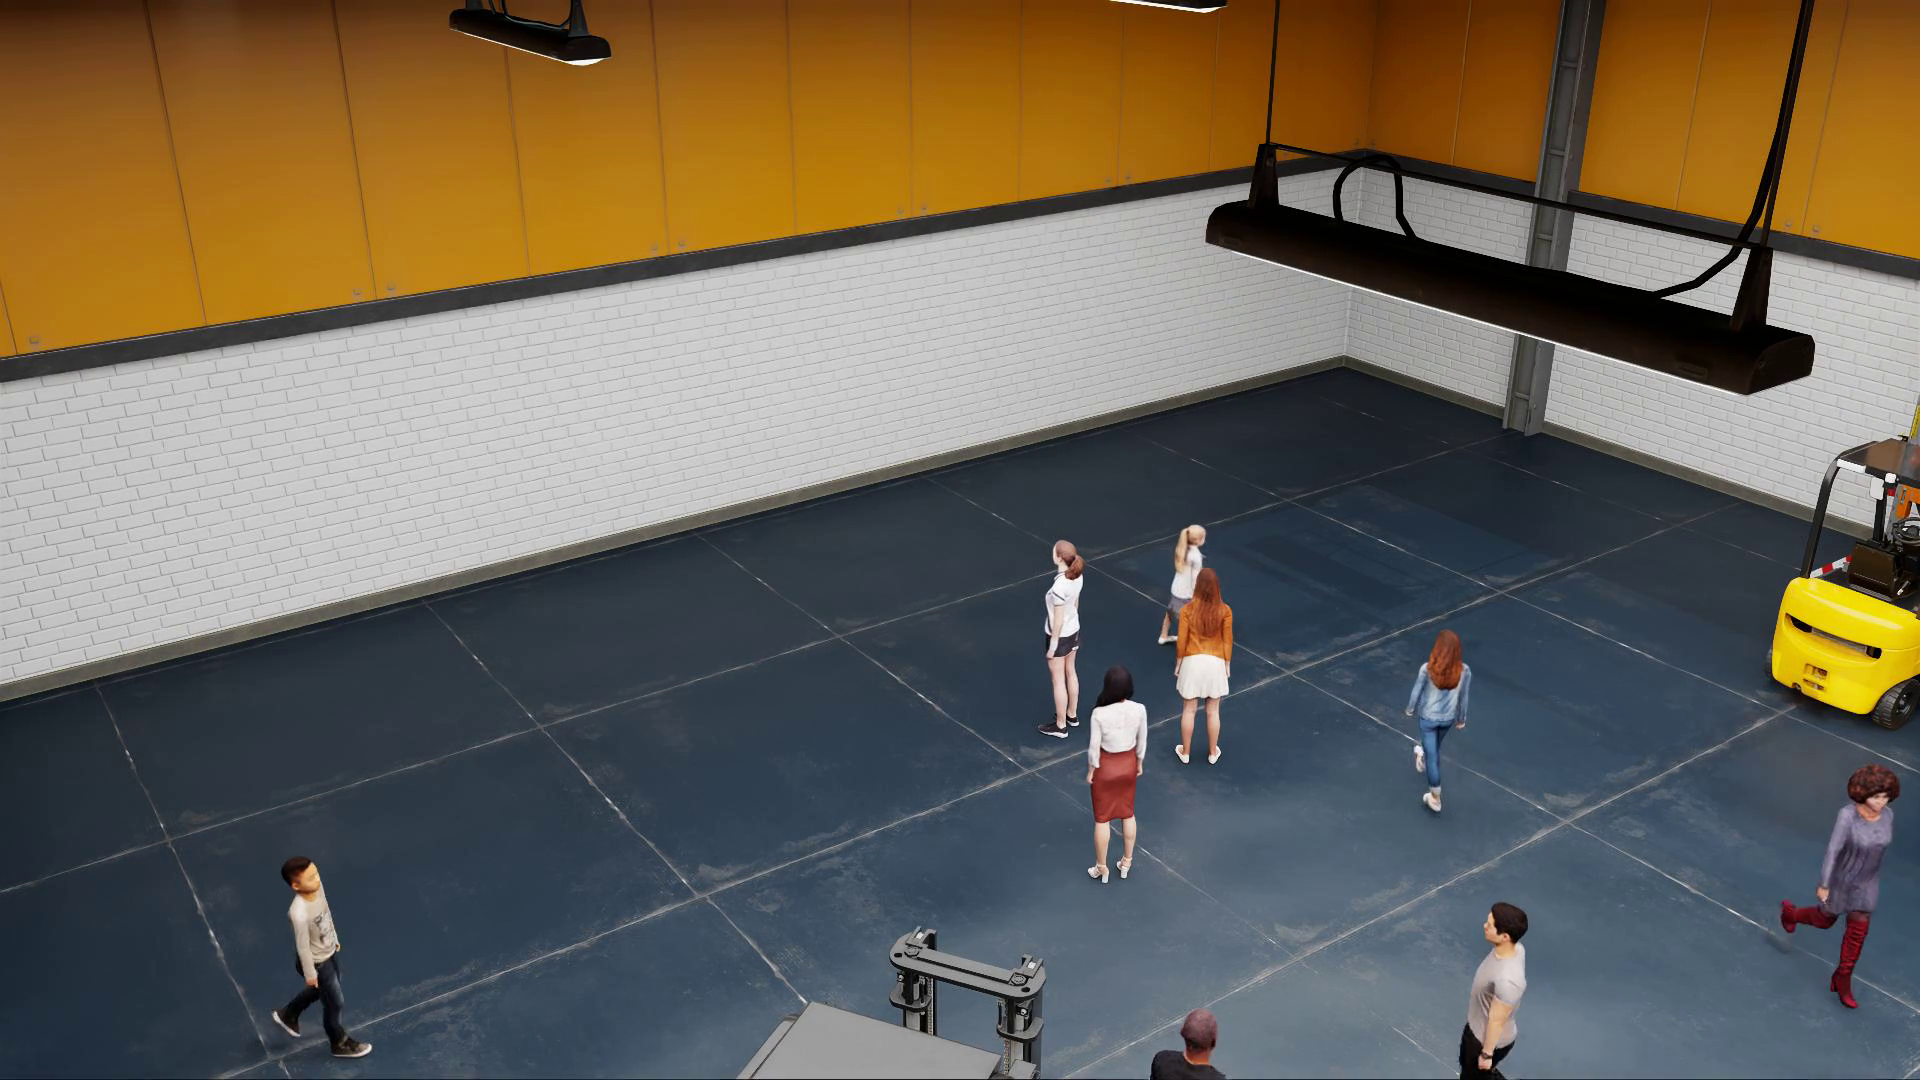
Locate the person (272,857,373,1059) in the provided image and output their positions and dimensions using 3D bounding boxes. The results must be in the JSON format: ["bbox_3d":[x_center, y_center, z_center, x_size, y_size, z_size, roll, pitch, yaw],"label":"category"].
[{"bbox_3d":[-4.044,2.584,10.300,0.843,1.446,0.863,-2,24,-4],"label":"person"}]

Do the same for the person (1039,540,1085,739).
[{"bbox_3d":[0.866,0.815,13.965,0.668,1.751,0.654,14,27,29],"label":"person"}]

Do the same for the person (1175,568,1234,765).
[{"bbox_3d":[1.978,1.028,13.513,0.707,1.724,0.750,2,24,4],"label":"person"}]

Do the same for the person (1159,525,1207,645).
[{"bbox_3d":[2.105,0.466,15.389,0.784,1.251,0.616,-10,25,-21],"label":"person"}]

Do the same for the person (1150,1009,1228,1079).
[{"bbox_3d":[1.086,3.246,8.423,1.264,1.737,1.045,15,28,30],"label":"person"}]

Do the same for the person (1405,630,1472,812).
[{"bbox_3d":[3.736,1.426,12.958,0.900,1.439,1.086,-2,24,-5],"label":"person"}]

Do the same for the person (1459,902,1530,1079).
[{"bbox_3d":[3.095,2.811,9.454,0.958,1.708,0.868,7,25,16],"label":"person"}]

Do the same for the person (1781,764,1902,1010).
[{"bbox_3d":[5.774,2.193,10.892,0.884,1.689,1.095,-4,24,-8],"label":"person"}]

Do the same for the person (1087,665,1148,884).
[{"bbox_3d":[1.114,1.684,11.980,0.648,1.750,0.605,-7,25,-17],"label":"person"}]
